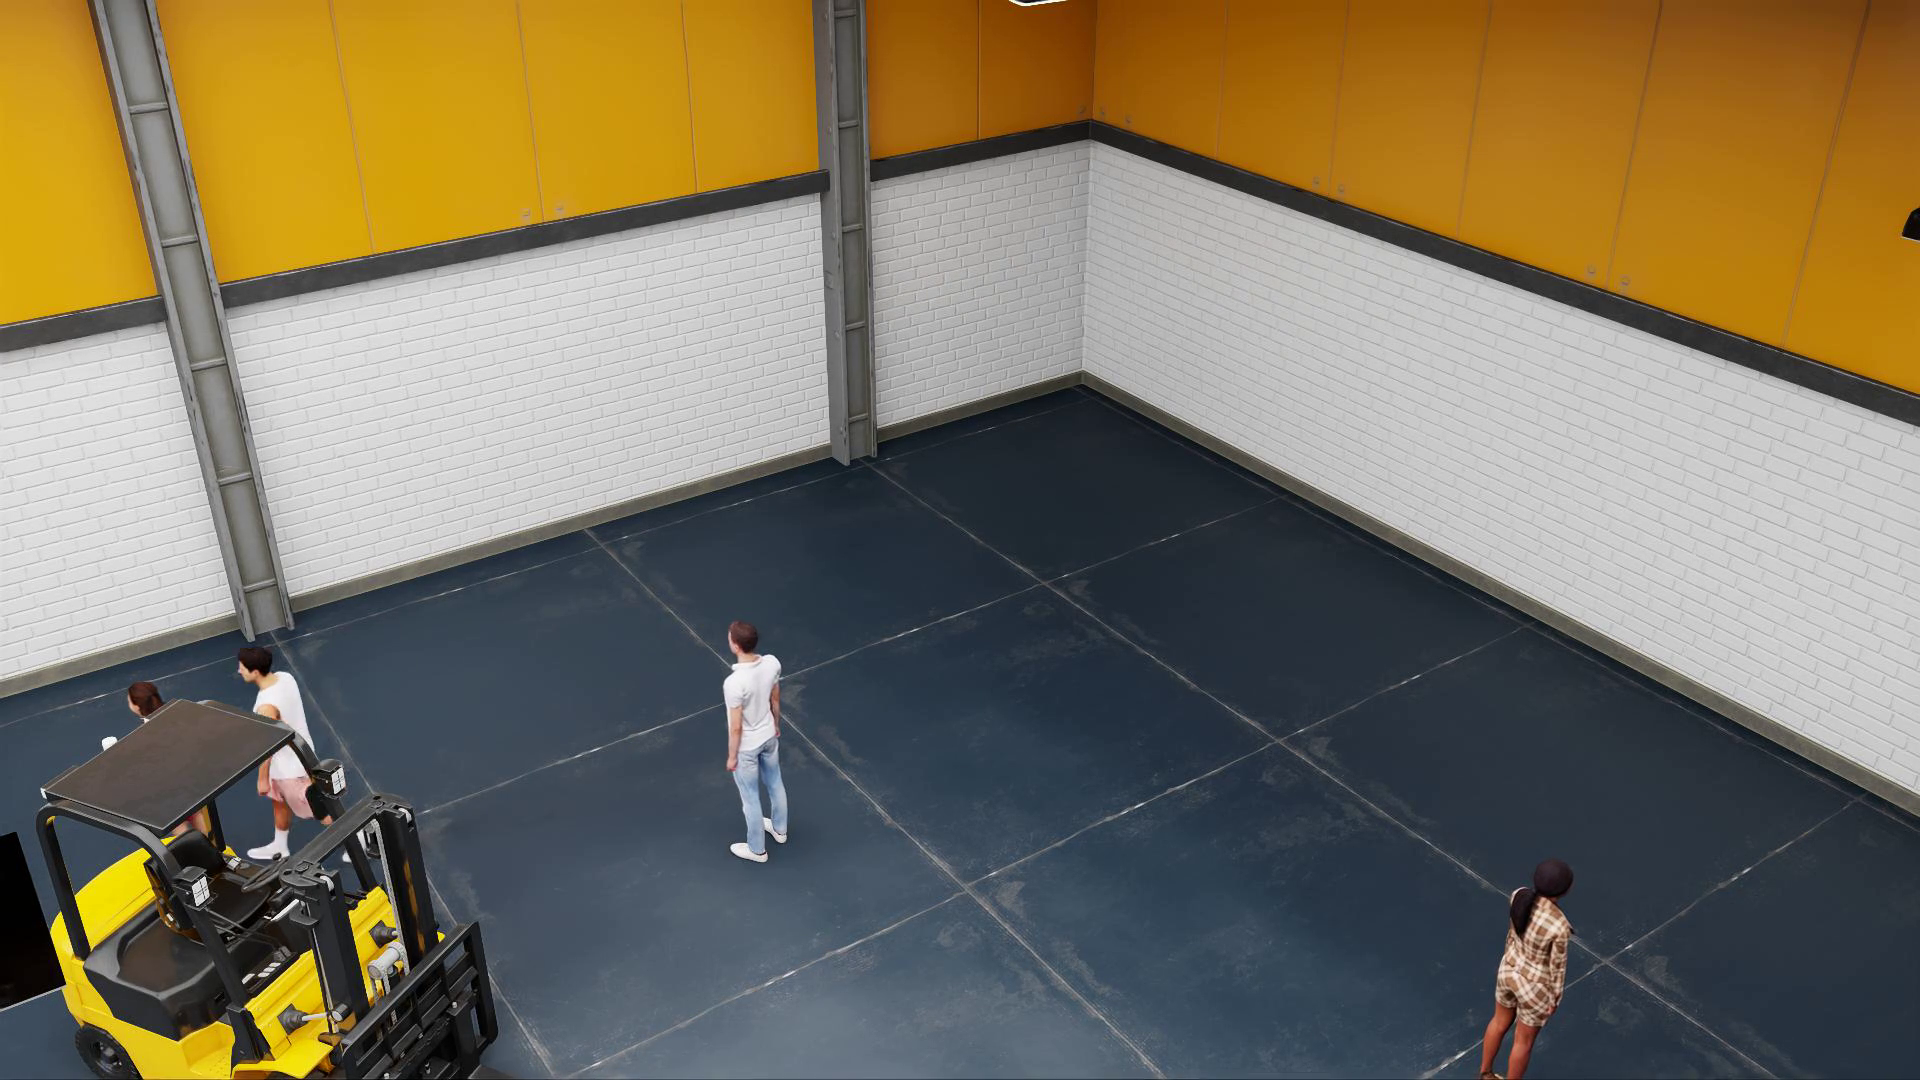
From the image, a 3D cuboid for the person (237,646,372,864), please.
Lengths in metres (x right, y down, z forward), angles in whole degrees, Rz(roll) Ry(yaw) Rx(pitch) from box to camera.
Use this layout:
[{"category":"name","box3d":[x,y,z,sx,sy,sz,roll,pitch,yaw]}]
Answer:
[{"category":"person","box3d":[-4.458,1.503,11.286,1.244,1.746,1.028,-4,29,-7]}]

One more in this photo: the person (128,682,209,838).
[{"category":"person","box3d":[-5.355,1.622,11.270,0.742,1.553,0.682,3,29,6]}]

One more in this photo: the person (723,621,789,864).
[{"category":"person","box3d":[-1.411,1.373,11.412,0.787,1.852,0.610,18,34,30]}]

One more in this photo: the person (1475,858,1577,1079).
[{"category":"person","box3d":[3.193,2.514,9.384,0.595,1.792,0.612,-13,31,-22]}]
